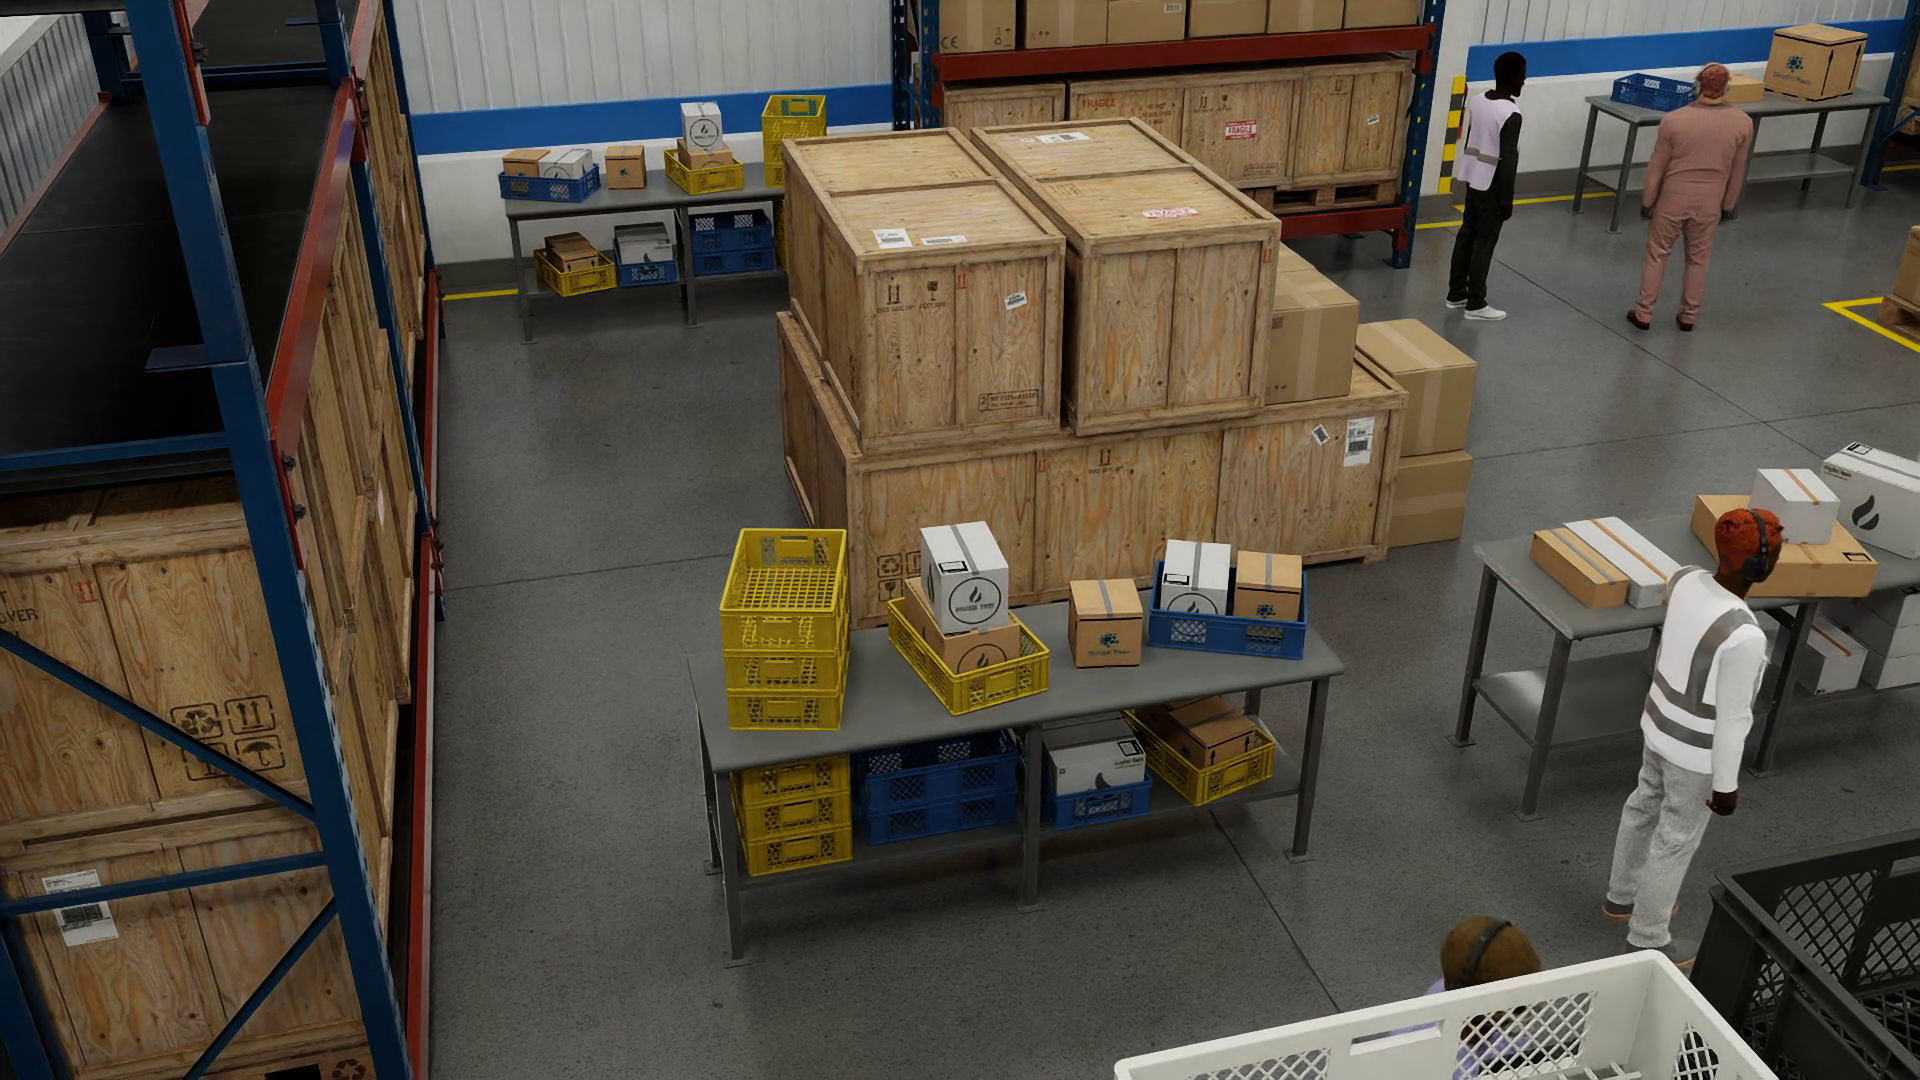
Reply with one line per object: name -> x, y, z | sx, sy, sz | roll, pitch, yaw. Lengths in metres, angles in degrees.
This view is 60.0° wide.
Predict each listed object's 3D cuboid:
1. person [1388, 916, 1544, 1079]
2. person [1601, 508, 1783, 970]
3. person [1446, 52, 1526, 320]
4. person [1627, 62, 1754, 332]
person -> 1.202, 1.723, 4.251 | 0.363, 1.939, 0.633 | 22, 36, 35
person -> 2.687, 0.735, 6.112 | 0.359, 1.877, 0.579 | -1, 29, -2
person -> 3.815, -2.555, 12.030 | 0.393, 1.920, 0.591 | -7, 30, -13
person -> 5.175, -2.422, 11.814 | 0.655, 1.900, 0.394 | 3, 29, 6
